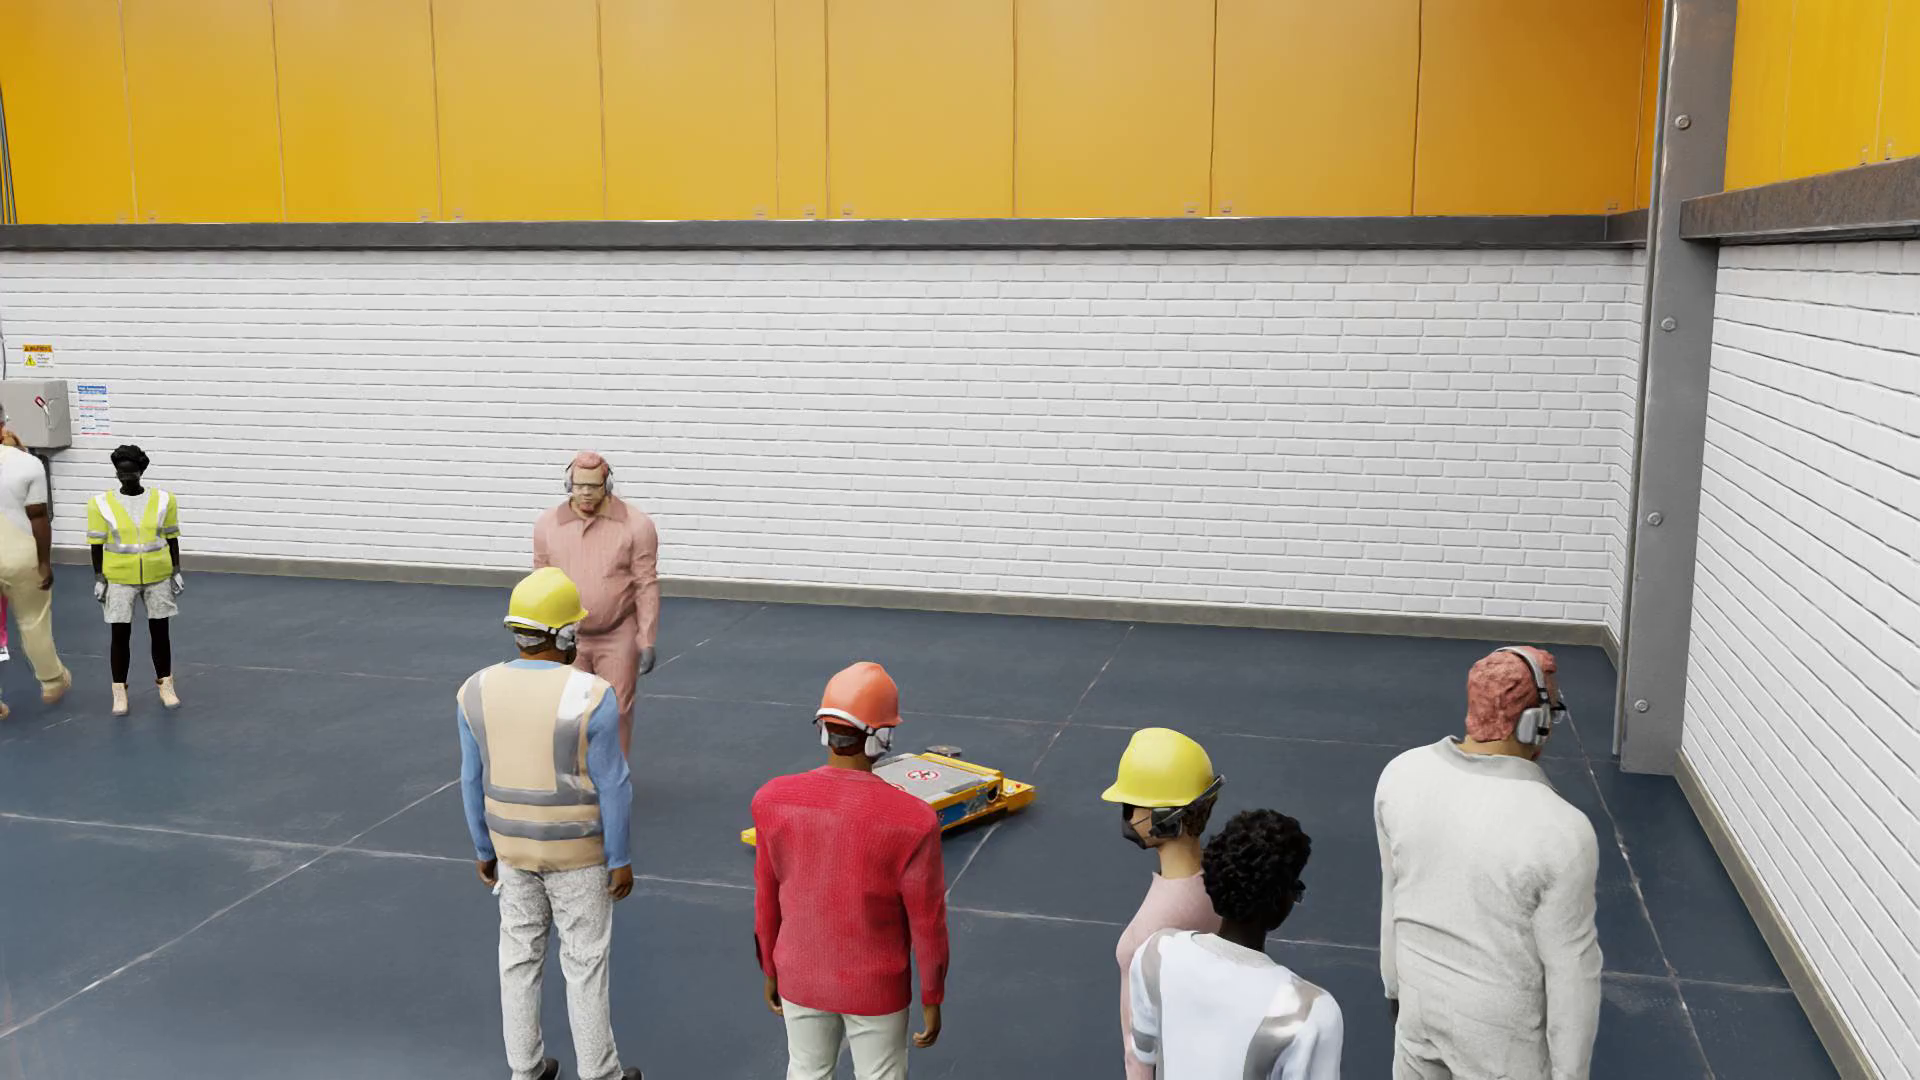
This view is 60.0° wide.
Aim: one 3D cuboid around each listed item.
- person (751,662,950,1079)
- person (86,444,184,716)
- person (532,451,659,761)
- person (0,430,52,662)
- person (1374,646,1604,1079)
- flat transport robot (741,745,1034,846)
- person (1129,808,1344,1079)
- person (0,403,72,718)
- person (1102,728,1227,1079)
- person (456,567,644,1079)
[{"bbox_3d":[-0.293,1.196,4.625,0.573,1.738,0.352,3,10,18],"label":"person"},{"bbox_3d":[-5.126,0.241,10.376,0.538,1.692,0.320,-7,12,-34],"label":"person"},{"bbox_3d":[-1.831,0.489,8.355,0.661,1.886,0.476,0,10,-1],"label":"person"},{"bbox_3d":[-6.714,0.031,11.783,0.272,1.632,0.508,8,12,39],"label":"person"},{"bbox_3d":[1.330,1.194,4.187,0.403,1.896,0.644,-6,12,-33],"label":"person"},{"bbox_3d":[-0.333,1.309,8.264,0.652,0.197,1.431,8,13,41],"label":"flat transport robot"},{"bbox_3d":[0.585,1.400,3.573,0.320,1.686,0.539,-9,13,-44],"label":"person"},{"bbox_3d":[-5.952,0.075,10.331,0.698,2.000,0.898,-2,10,-14],"label":"person"},{"bbox_3d":[0.490,1.304,3.928,0.341,1.760,0.525,4,11,24],"label":"person"},{"bbox_3d":[-1.341,0.998,5.503,0.590,1.835,0.404,3,10,18],"label":"person"}]
